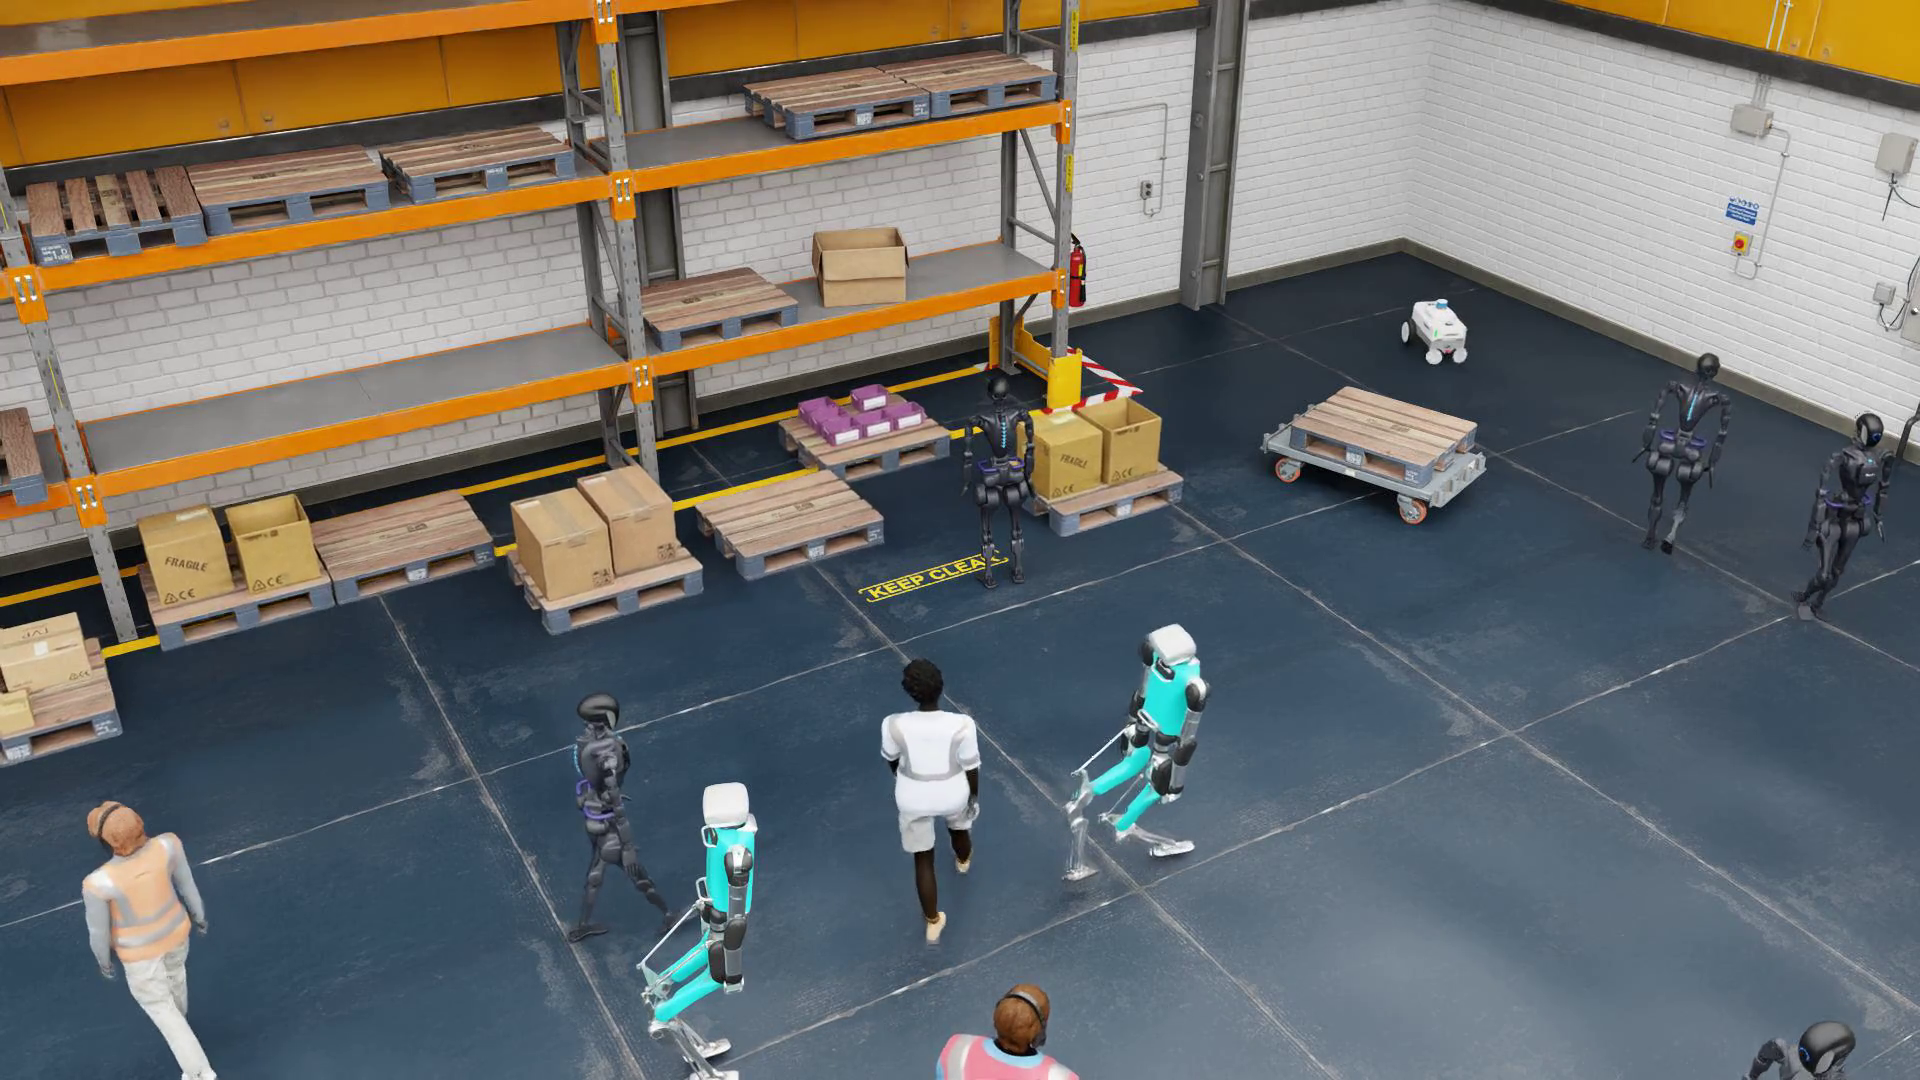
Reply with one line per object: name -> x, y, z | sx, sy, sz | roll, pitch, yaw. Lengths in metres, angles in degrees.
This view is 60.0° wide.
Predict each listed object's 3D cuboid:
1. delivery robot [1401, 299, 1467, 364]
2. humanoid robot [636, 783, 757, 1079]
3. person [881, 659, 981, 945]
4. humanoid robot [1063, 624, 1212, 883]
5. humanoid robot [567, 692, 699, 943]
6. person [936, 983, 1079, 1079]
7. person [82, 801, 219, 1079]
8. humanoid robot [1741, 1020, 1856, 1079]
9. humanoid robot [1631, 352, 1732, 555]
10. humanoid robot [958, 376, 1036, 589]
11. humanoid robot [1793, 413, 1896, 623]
delivery robot -> 4.703, -2.081, 16.384 | 0.508, 0.611, 0.783 | -2, 30, -4
humanoid robot -> -1.302, 1.932, 7.972 | 0.733, 1.696, 0.531 | -8, 30, -14
person -> -0.161, 1.355, 9.157 | 0.536, 1.659, 0.836 | -2, 30, -3
humanoid robot -> 0.919, 1.297, 9.248 | 1.075, 1.764, 0.588 | -14, 33, -24
humanoid robot -> -1.835, 1.472, 8.969 | 0.731, 1.631, 0.590 | -13, 32, -22
person -> 0.213, 2.563, 6.855 | 0.630, 1.835, 0.432 | 12, 31, 20
person -> -3.960, 1.952, 8.155 | 0.757, 1.608, 0.526 | 19, 34, 30
humanoid robot -> 3.442, 2.600, 6.942 | 0.343, 1.653, 0.588 | -13, 32, -22
humanoid robot -> 5.446, -0.625, 12.659 | 0.615, 1.640, 0.492 | 16, 33, 25
humanoid robot -> 0.280, -0.432, 12.293 | 0.599, 1.657, 0.315 | -7, 30, -13
humanoid robot -> 6.295, -0.150, 11.810 | 0.603, 1.649, 0.366 | -4, 30, -7
